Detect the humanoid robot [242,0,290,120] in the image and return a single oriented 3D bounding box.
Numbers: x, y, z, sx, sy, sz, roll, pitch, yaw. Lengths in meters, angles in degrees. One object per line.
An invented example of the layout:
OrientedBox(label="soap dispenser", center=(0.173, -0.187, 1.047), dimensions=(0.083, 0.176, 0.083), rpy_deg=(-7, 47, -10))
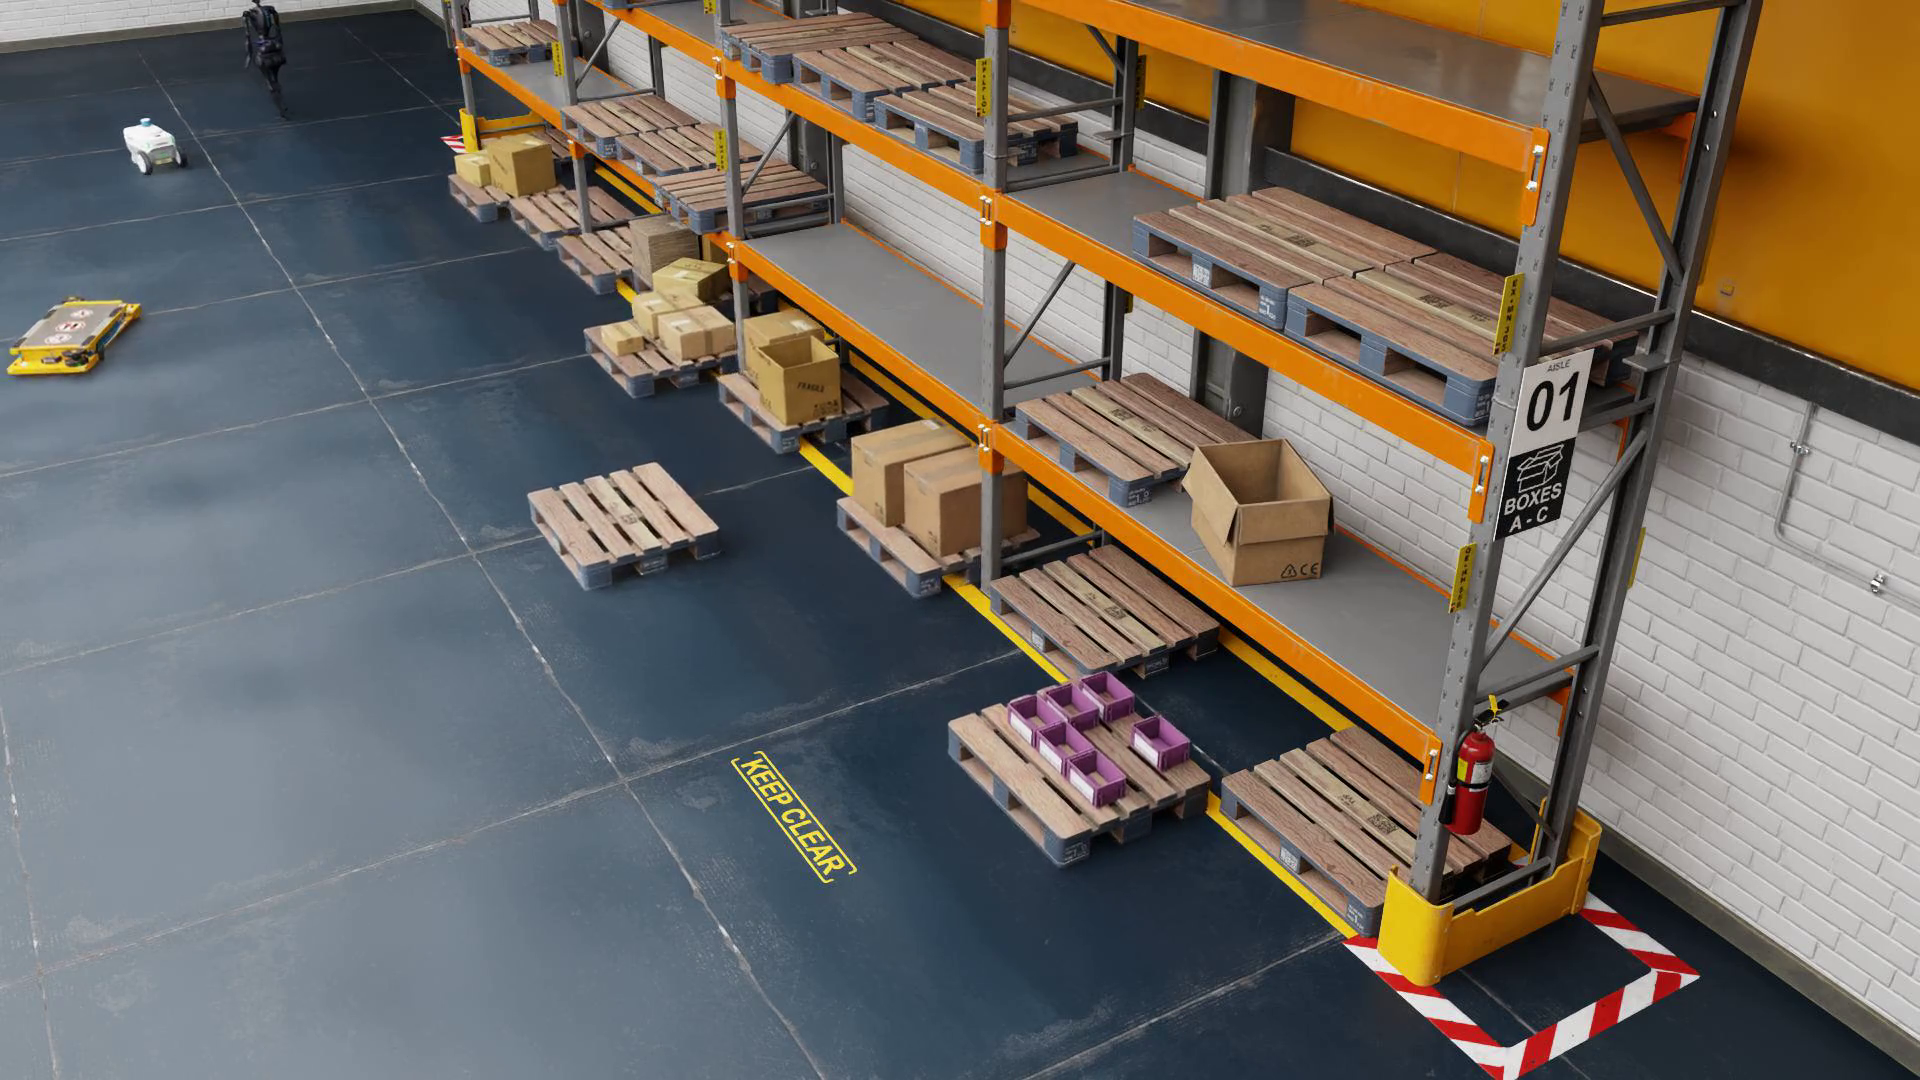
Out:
OrientedBox(label="humanoid robot", center=(-8.840, -6.196, 21.149), dimensions=(0.478, 1.646, 0.603), rpy_deg=(17, 33, 27))

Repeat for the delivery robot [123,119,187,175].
OrientedBox(label="delivery robot", center=(-9.473, -4.620, 19.517), dimensions=(0.785, 0.613, 0.507), rpy_deg=(25, 38, 37))

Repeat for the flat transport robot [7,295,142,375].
OrientedBox(label="flat transport robot", center=(-7.913, -1.843, 14.884), dimensions=(0.659, 0.231, 1.431), rpy_deg=(-3, 30, -5))
